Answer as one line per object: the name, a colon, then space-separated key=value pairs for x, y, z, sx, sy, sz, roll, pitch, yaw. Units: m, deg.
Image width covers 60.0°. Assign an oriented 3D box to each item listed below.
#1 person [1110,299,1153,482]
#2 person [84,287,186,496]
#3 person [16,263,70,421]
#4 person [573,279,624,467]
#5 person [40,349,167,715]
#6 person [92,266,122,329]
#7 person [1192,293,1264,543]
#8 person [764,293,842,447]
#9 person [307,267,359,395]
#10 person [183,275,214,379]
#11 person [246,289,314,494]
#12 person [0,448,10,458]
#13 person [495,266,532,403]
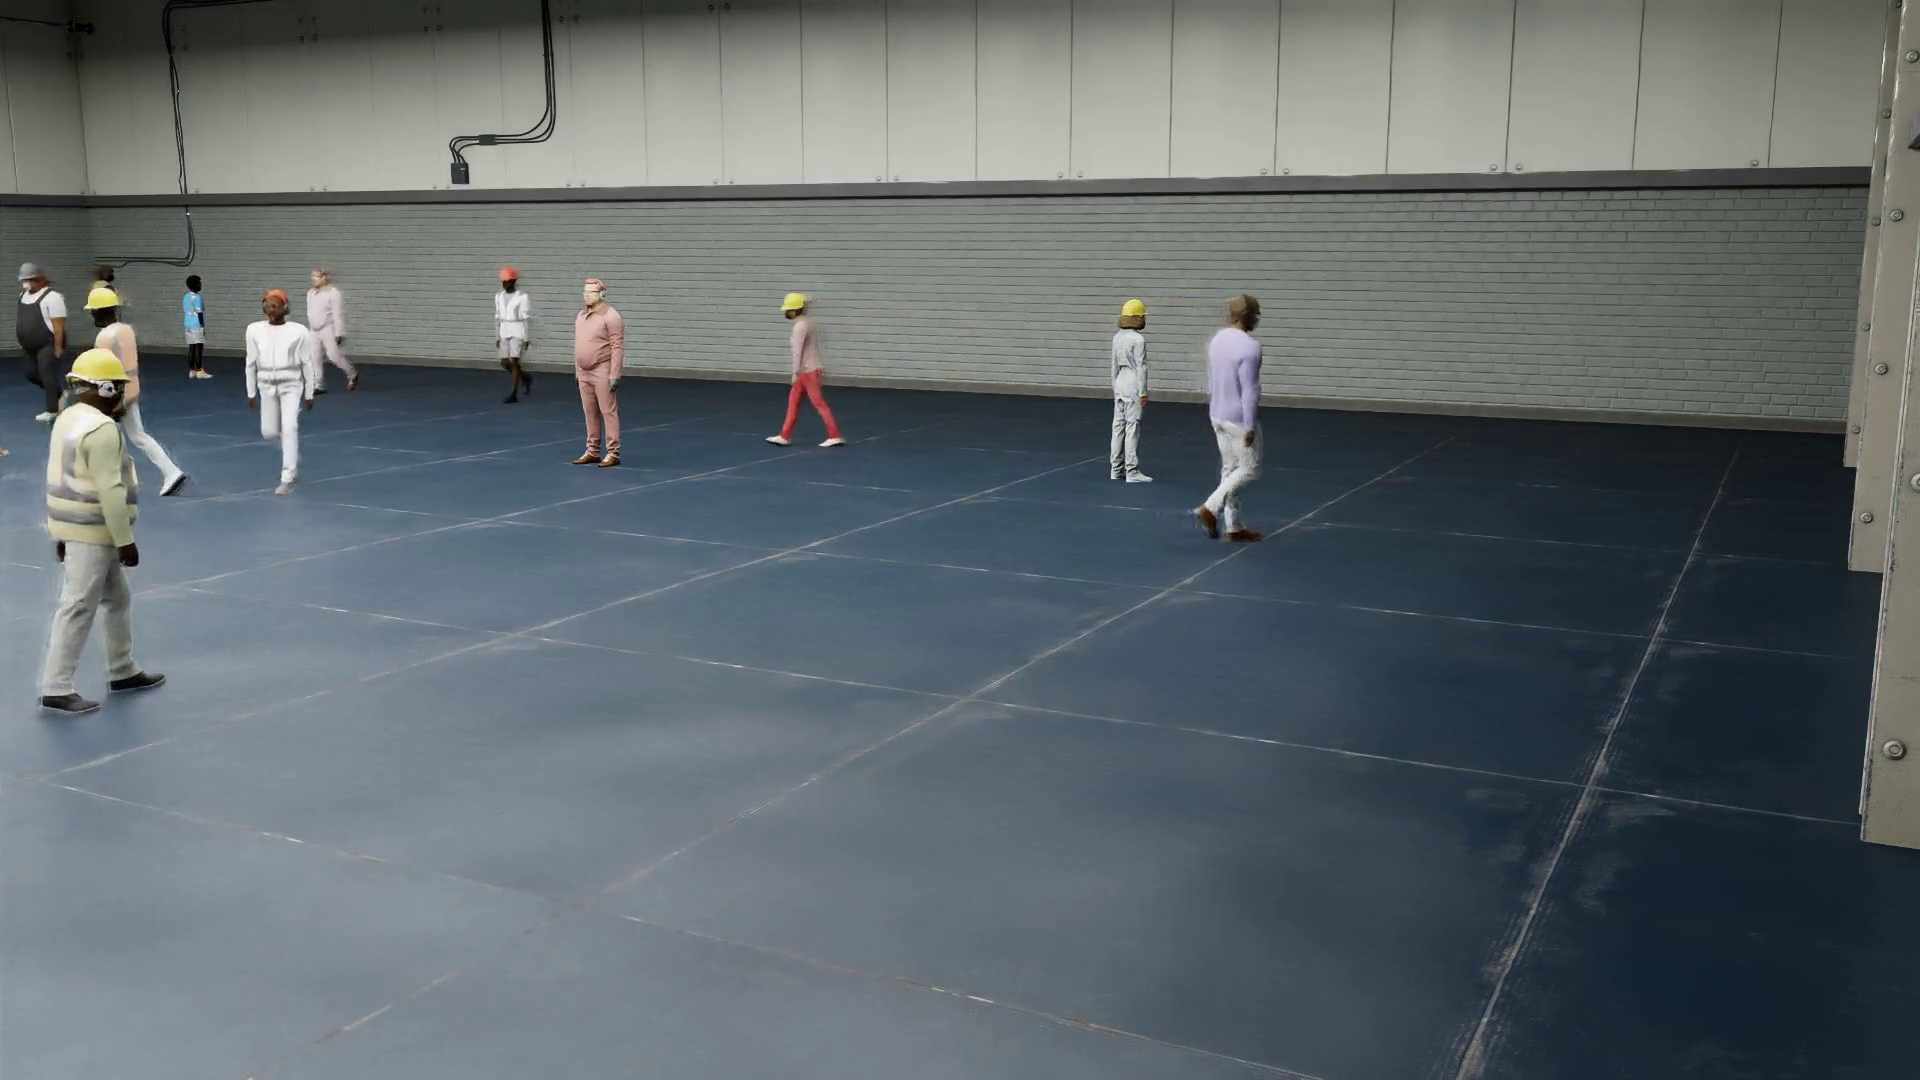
person: x=1.647 y=-1.427 z=15.935 sx=0.295 sy=1.743 sz=0.493 roll=-6 pitch=12 yaw=-29
person: x=-7.464 y=-1.304 z=14.848 sx=0.902 sy=1.899 sz=0.592 roll=0 pitch=10 yaw=1
person: x=-11.702 y=-2.549 z=21.246 sx=0.703 sy=2.000 sz=0.653 roll=4 pitch=11 yaw=21
person: x=-3.720 y=-1.703 z=16.982 sx=0.650 sy=1.913 sz=0.409 roll=8 pitch=13 yaw=36
person: x=-4.365 y=-0.044 z=8.301 sx=0.646 sy=1.795 sz=0.613 roll=-9 pitch=13 yaw=-39
person: x=-14.970 y=-3.881 z=29.115 sx=0.631 sy=1.827 sz=0.631 roll=-10 pitch=14 yaw=-43
person: x=2.039 y=-0.903 z=12.617 sx=0.577 sy=1.919 sz=0.631 roll=-5 pitch=11 yaw=-24
person: x=-1.717 y=-1.867 z=18.403 sx=0.859 sy=1.712 sz=0.532 roll=-2 pitch=11 yaw=-8
person: x=-9.388 y=-3.111 z=24.731 sx=0.643 sy=1.887 sz=0.795 roll=5 pitch=11 yaw=25
person: x=-12.568 y=-3.498 z=27.355 sx=0.537 sy=1.696 sz=0.321 roll=9 pitch=14 yaw=42
person: x=-6.251 y=-1.379 z=15.350 sx=0.586 sy=1.867 sz=0.719 roll=-1 pitch=10 yaw=-4
person: x=-10.315 y=-1.621 z=17.214 sx=0.540 sy=1.663 sz=0.831 roll=2 pitch=11 yaw=9
person: x=-6.293 y=-2.904 z=23.506 sx=0.559 sy=1.922 sz=0.647 roll=4 pitch=11 yaw=22
